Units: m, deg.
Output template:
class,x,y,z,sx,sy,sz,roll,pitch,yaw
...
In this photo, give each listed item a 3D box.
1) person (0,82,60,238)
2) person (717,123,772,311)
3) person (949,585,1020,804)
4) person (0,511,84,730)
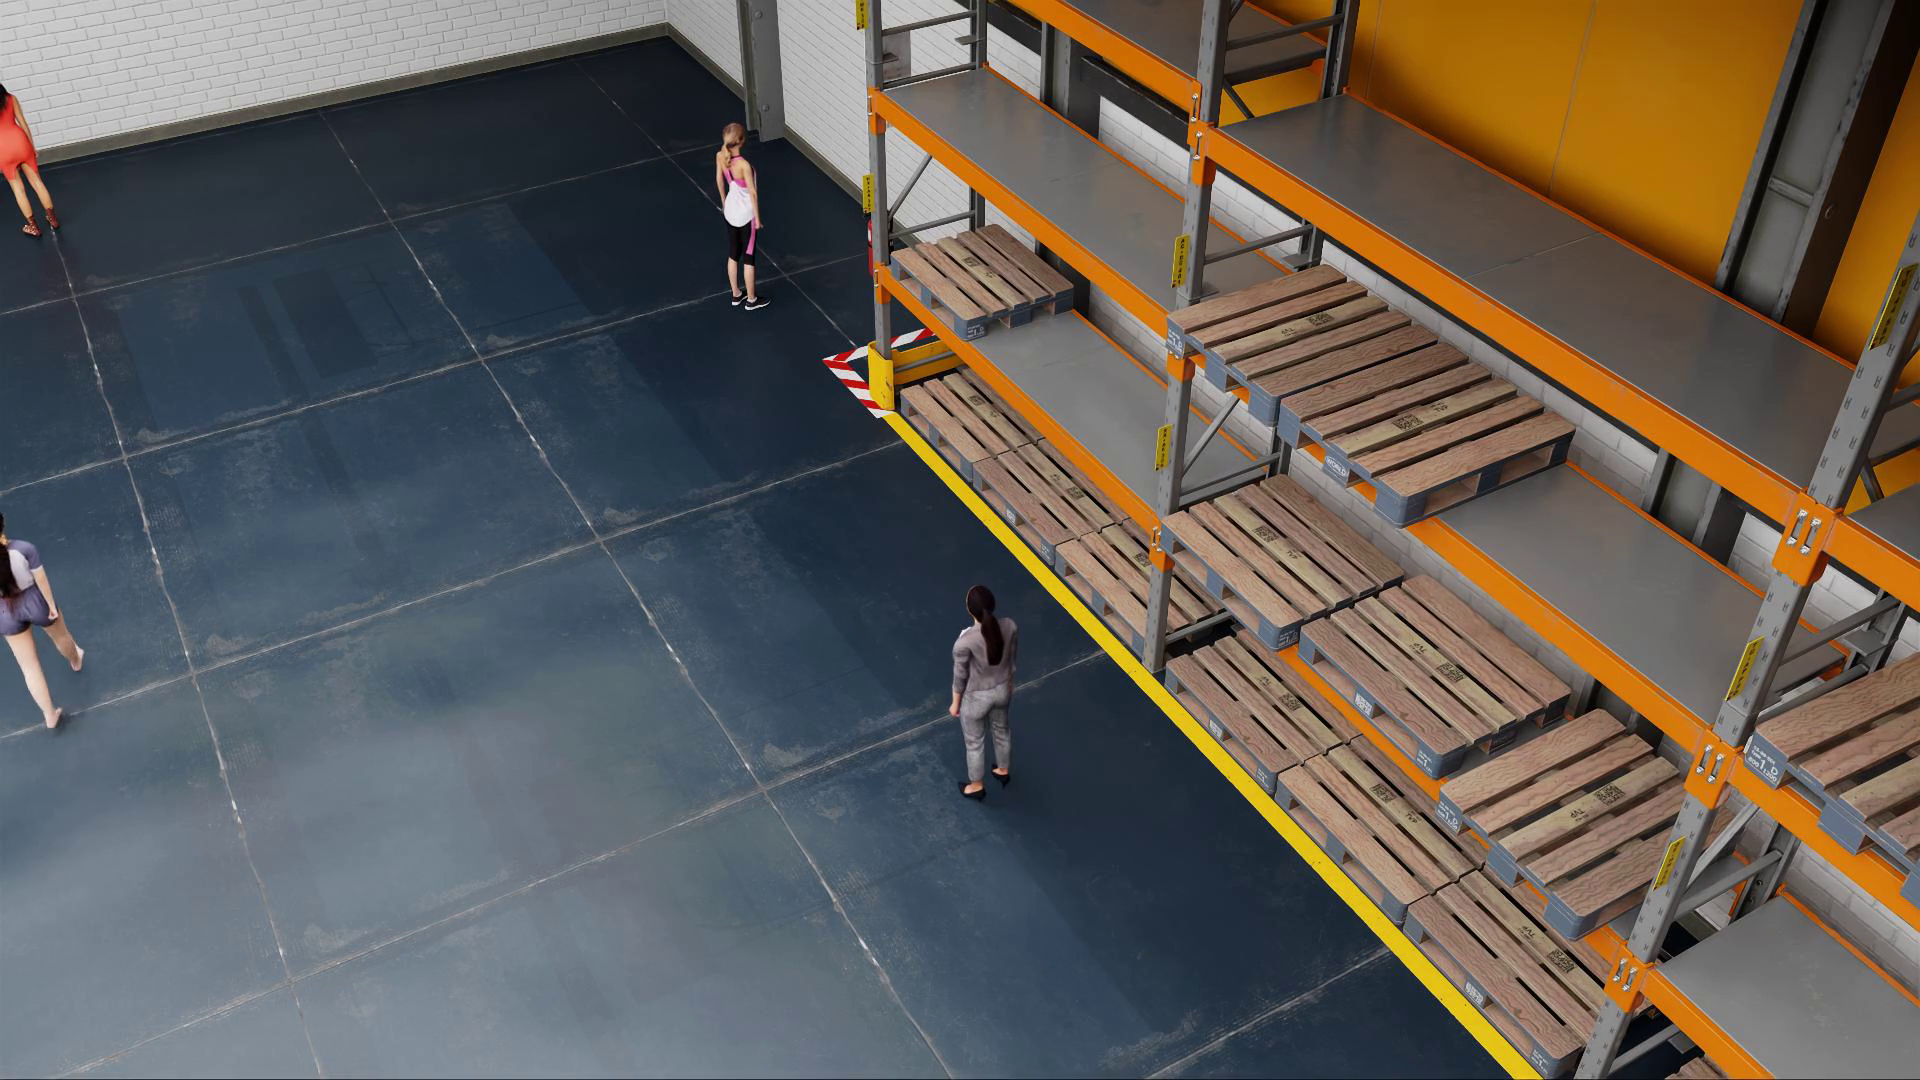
class,x,y,z,sx,sy,sz,roll,pitch,yaw
person,-9.213,-3.781,16.186,0.640,1.719,0.653,27,46,30
person,-1.996,-2.931,15.068,0.583,1.787,0.739,27,46,29
person,0.150,0.961,10.283,0.624,1.677,0.577,-23,44,-26
person,-6.129,0.528,10.883,0.676,1.605,1.063,-15,41,-18
